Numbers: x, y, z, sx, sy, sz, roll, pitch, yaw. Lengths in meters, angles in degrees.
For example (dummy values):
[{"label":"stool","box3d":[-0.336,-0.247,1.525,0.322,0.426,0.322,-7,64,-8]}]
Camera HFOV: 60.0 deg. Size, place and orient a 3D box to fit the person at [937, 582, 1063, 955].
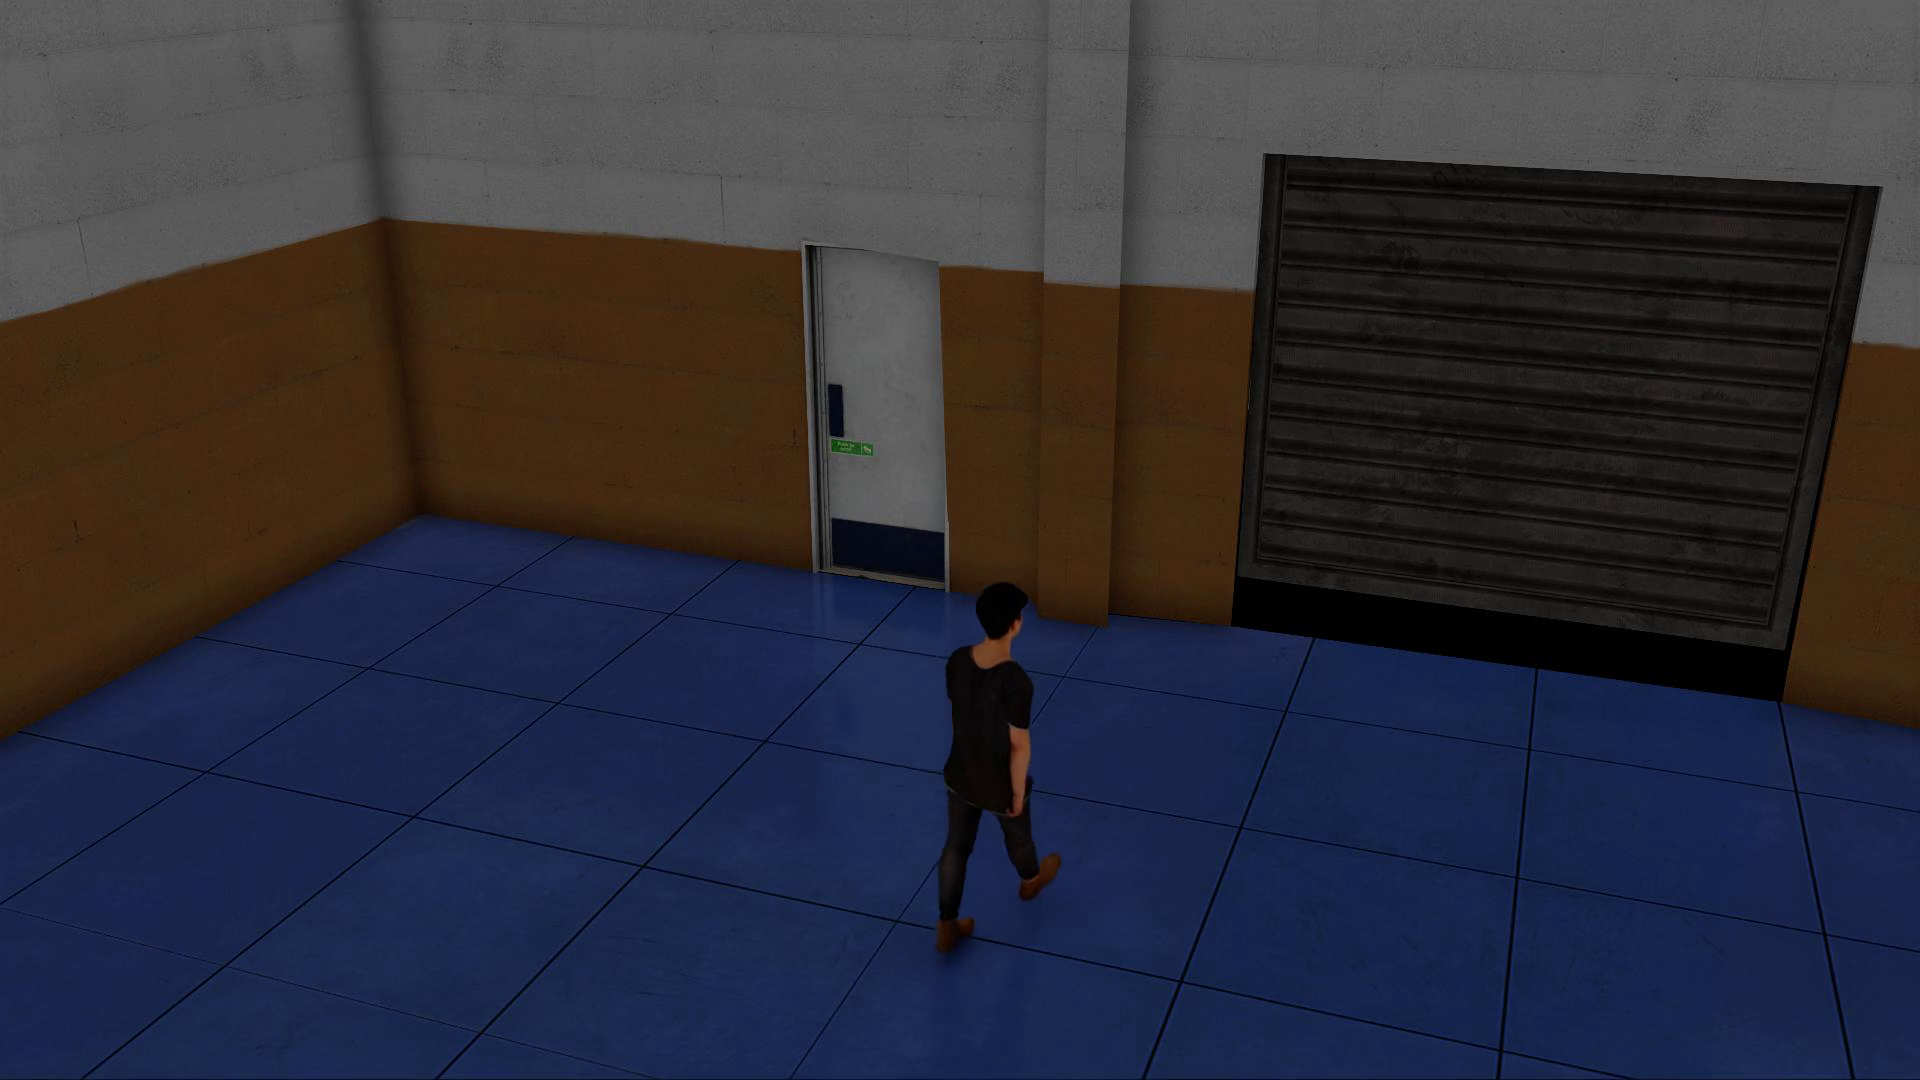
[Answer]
[{"label":"person","box3d":[0.071,1.029,7.220,1.067,1.669,0.887,15,26,32]}]
